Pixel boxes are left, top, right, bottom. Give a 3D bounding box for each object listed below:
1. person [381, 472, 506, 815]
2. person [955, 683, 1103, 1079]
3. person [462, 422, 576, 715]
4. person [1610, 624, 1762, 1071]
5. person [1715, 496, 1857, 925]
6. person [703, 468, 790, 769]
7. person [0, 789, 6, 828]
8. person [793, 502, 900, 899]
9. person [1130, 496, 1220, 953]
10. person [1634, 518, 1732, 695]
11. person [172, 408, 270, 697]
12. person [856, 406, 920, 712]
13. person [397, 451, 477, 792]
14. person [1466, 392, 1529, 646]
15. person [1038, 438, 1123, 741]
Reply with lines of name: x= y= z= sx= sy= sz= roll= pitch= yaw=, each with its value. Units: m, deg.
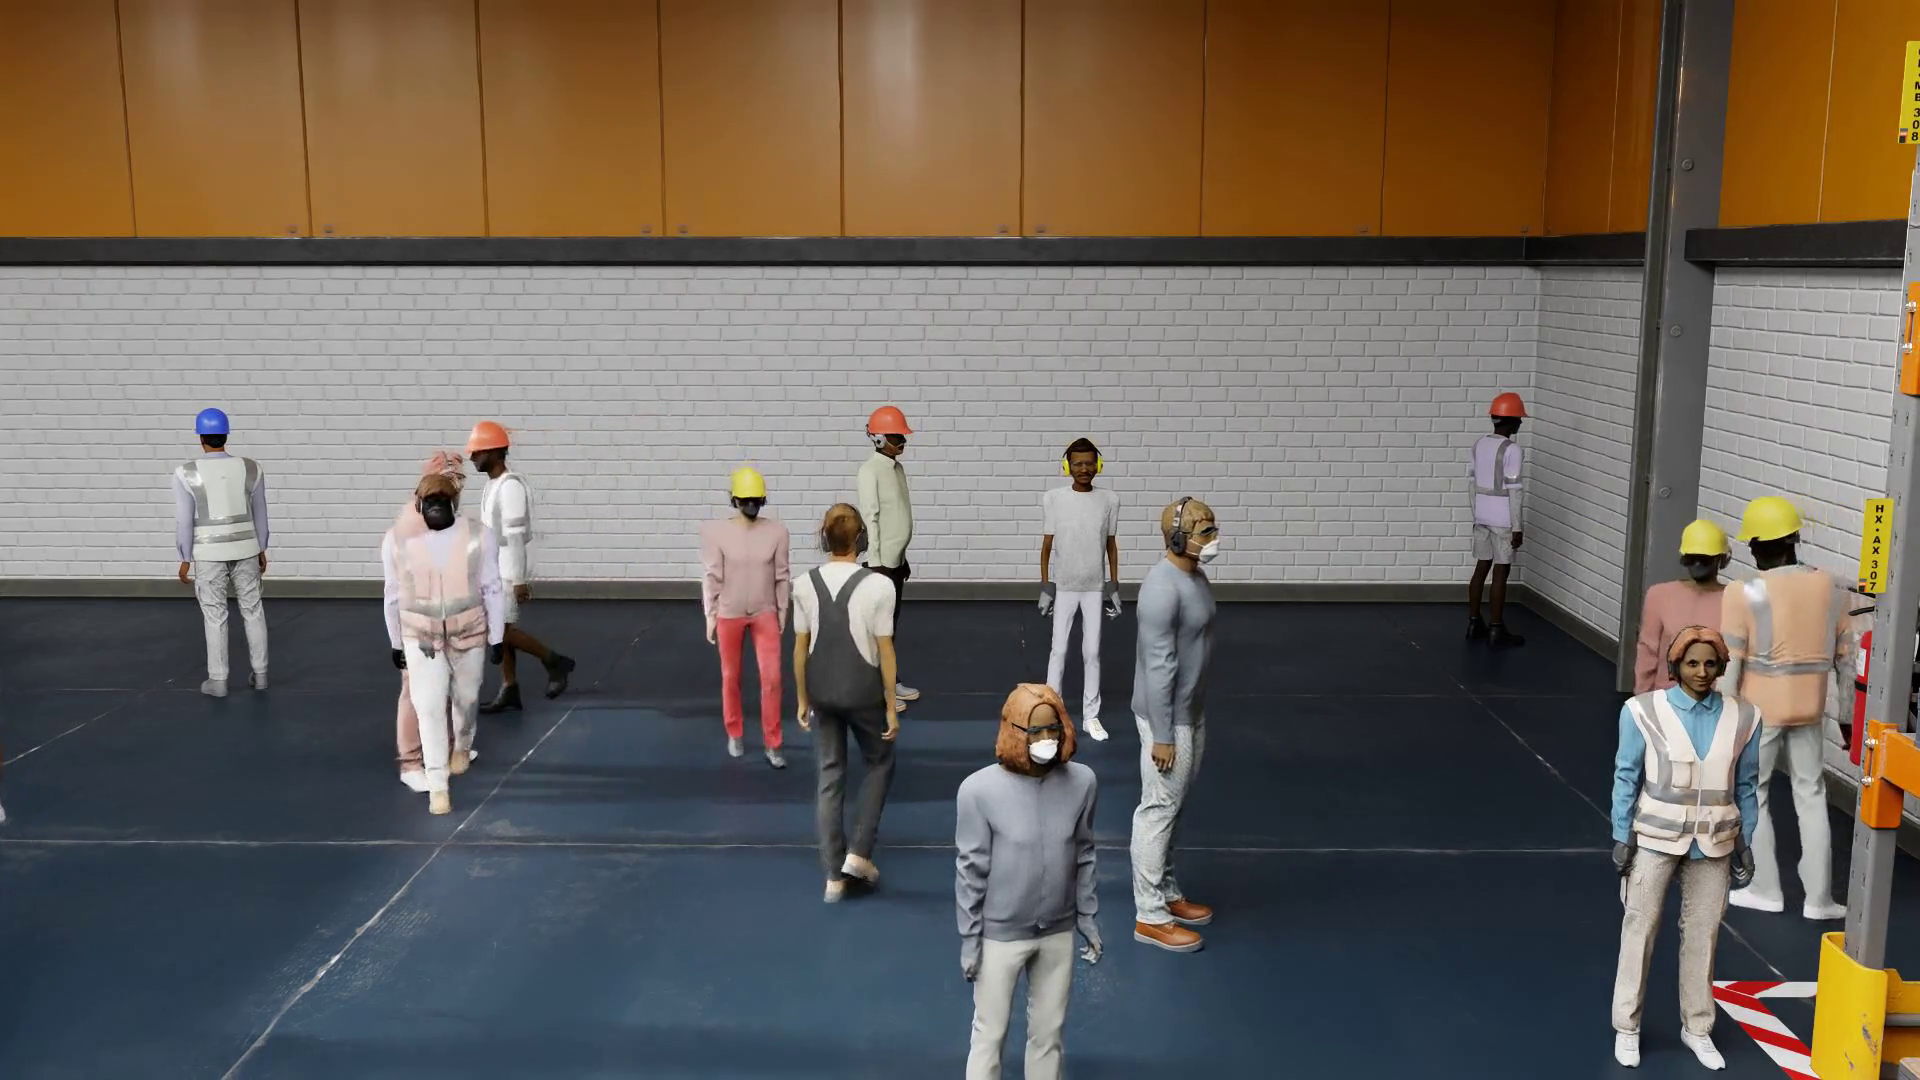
person: x=-2.827 y=0.508 z=9.154 sx=0.630 sy=1.809 sz=0.909 roll=-3 pitch=10 yaw=-19
person: x=0.217 y=1.244 z=5.236 sx=0.497 sy=1.634 sz=0.279 roll=-4 pitch=10 yaw=-25
person: x=-2.882 y=0.182 z=10.752 sx=0.571 sy=1.913 sz=0.564 roll=-5 pitch=11 yaw=-30
person: x=2.619 y=1.108 z=6.036 sx=0.517 sy=1.641 sz=0.308 roll=1 pitch=10 yaw=4
person: x=3.680 y=0.758 z=7.395 sx=0.658 sy=1.892 sz=0.519 roll=-1 pitch=10 yaw=-6
person: x=-1.221 y=0.458 z=9.643 sx=0.540 sy=1.742 sz=0.747 roll=-3 pitch=10 yaw=-17
person: x=-3.841 y=0.999 z=6.173 sx=0.545 sy=1.816 sz=1.000 roll=-8 pitch=12 yaw=-40
person: x=-0.518 y=0.739 z=7.665 sx=0.535 sy=1.828 sz=0.441 roll=3 pitch=10 yaw=18
person: x=0.930 y=0.770 z=7.168 sx=0.372 sy=1.939 sz=0.629 roll=4 pitch=10 yaw=20
person: x=3.396 y=0.768 z=7.710 sx=0.528 sy=1.768 sz=0.330 roll=7 pitch=12 yaw=35
person: x=-4.983 y=0.083 z=11.252 sx=0.605 sy=1.949 sz=0.400 roll=-8 pitch=12 yaw=-40
person: x=-0.479 y=0.115 z=10.920 sx=0.380 sy=1.995 sz=0.611 roll=3 pitch=10 yaw=16
person: x=-2.938 y=0.444 z=9.288 sx=0.449 sy=1.886 sz=0.780 roll=0 pitch=9 yaw=0
person: x=4.141 y=-0.162 z=12.753 sx=0.364 sy=1.935 sz=0.553 roll=-3 pitch=10 yaw=-19
person: x=0.738 y=0.305 z=10.154 sx=0.521 sy=1.874 sz=0.328 roll=-1 pitch=10 yaw=-7
